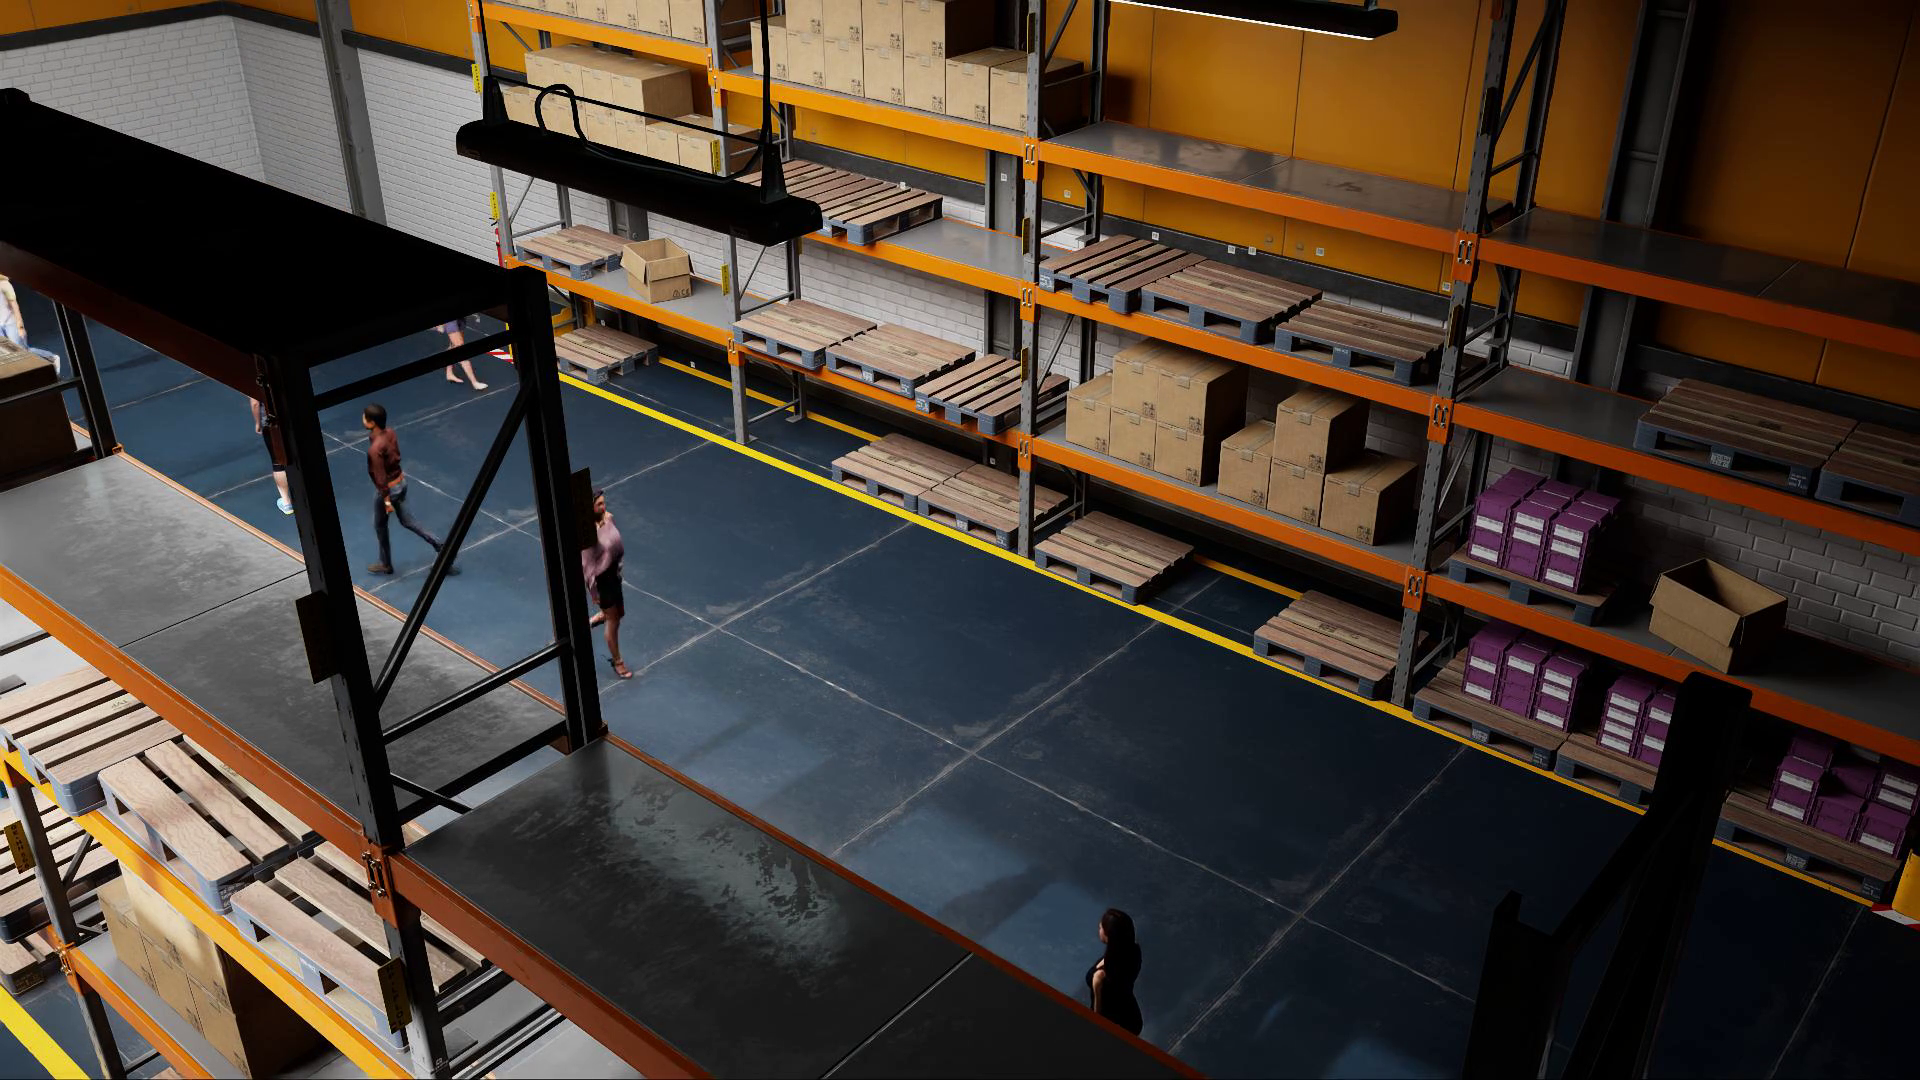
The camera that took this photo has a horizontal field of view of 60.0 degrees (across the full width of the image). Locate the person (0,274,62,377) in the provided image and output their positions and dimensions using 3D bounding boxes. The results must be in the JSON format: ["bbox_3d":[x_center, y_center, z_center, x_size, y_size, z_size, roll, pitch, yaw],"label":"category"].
[{"bbox_3d":[-10.982,-2.510,19.363,0.996,1.701,0.824,15,32,26],"label":"person"}]

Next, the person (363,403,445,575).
[{"bbox_3d":[-5.234,-0.458,15.544,1.180,1.755,1.015,3,29,6],"label":"person"}]

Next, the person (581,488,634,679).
[{"bbox_3d":[-3.071,0.361,13.999,0.960,1.798,0.803,10,30,18],"label":"person"}]

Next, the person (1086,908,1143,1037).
[{"bbox_3d":[0.881,2.817,9.610,0.554,1.688,0.600,19,34,31],"label":"person"}]
